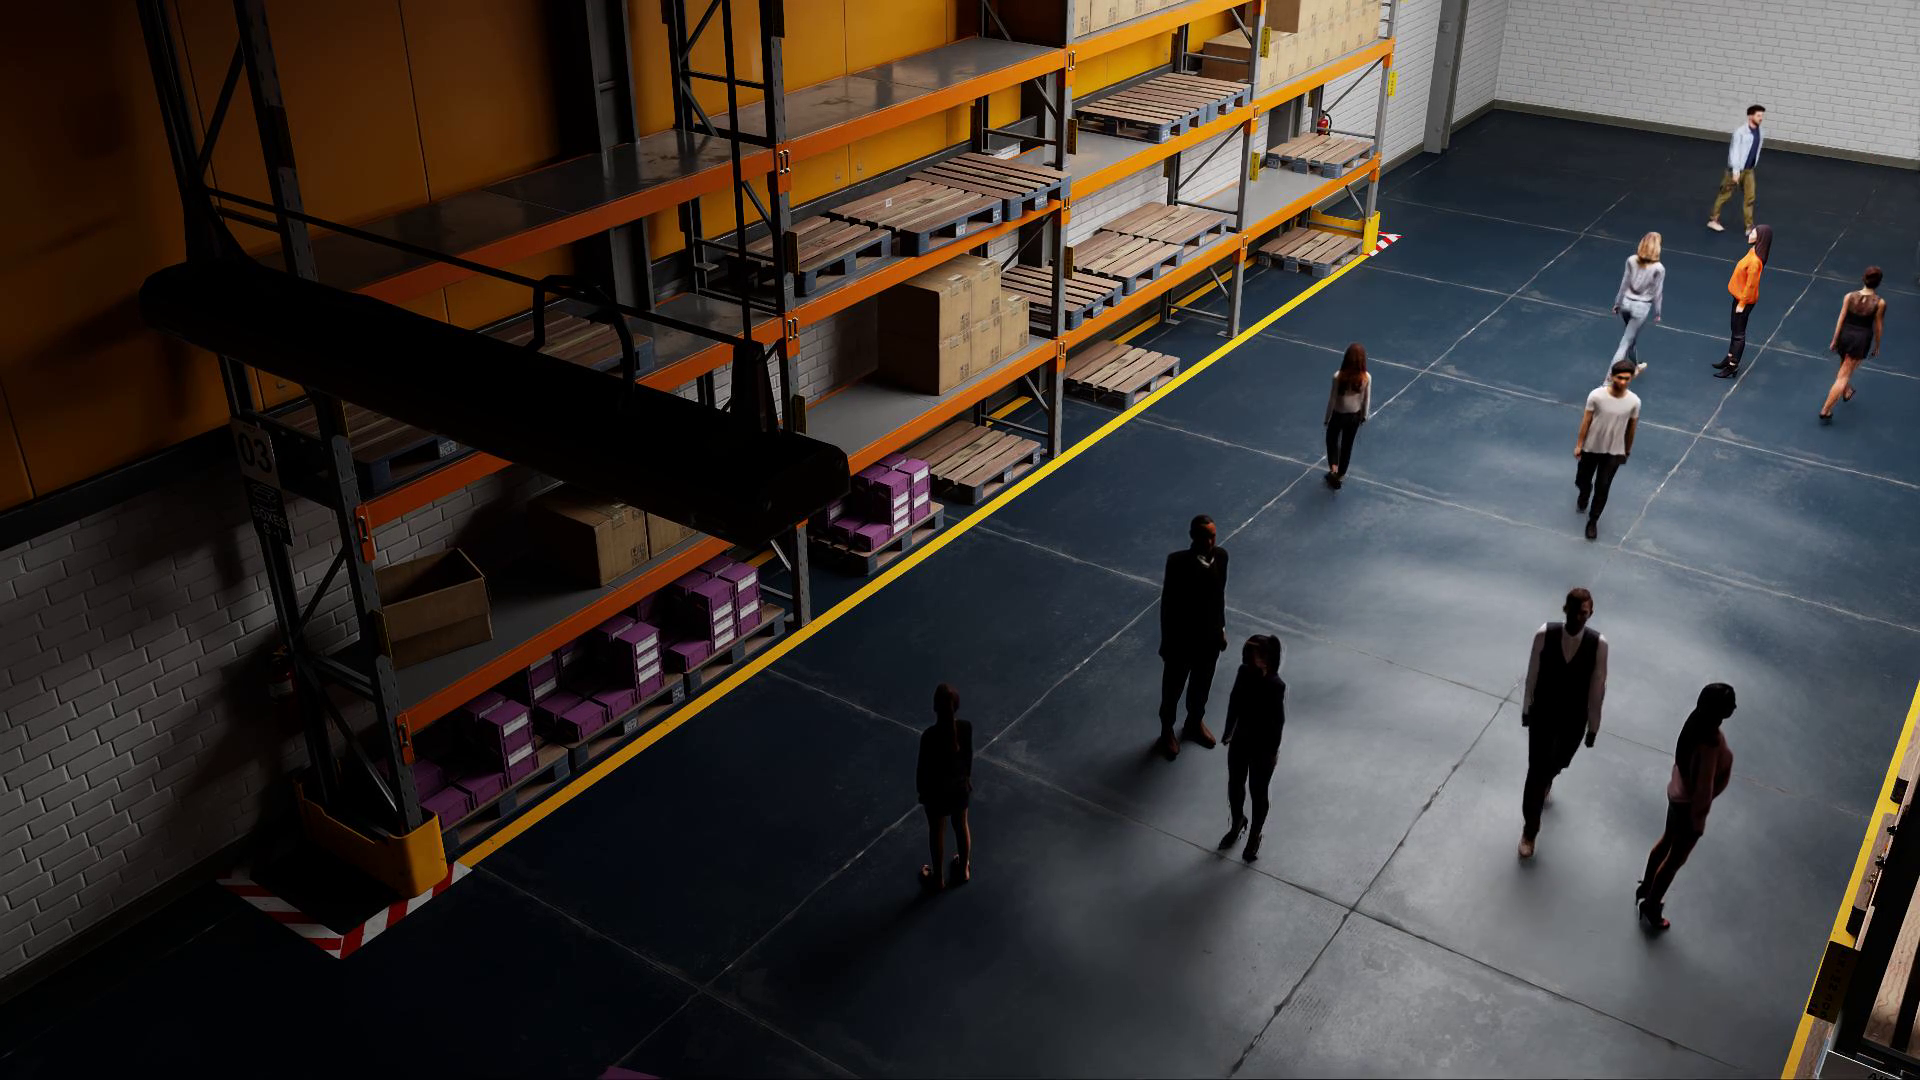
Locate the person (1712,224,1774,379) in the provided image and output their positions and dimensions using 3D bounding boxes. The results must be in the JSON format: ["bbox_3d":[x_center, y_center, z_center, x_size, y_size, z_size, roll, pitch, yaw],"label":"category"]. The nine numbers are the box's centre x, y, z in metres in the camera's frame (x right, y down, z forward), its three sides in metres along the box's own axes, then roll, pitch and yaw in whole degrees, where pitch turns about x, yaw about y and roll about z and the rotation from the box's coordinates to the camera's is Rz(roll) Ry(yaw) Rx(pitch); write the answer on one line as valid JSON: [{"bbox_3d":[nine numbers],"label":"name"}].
[{"bbox_3d":[8.703,-2.660,18.447,0.731,1.749,0.575,10,30,18],"label":"person"}]

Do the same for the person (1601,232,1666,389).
[{"bbox_3d":[7.267,-2.447,18.037,1.117,1.767,0.864,-17,33,-29],"label":"person"}]

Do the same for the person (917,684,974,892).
[{"bbox_3d":[-0.085,1.596,10.846,0.618,1.556,0.693,-12,31,-21],"label":"person"}]

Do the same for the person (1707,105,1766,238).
[{"bbox_3d":[10.649,-5.084,22.867,1.146,1.772,1.134,-9,30,-16],"label":"person"}]

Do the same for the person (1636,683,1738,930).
[{"bbox_3d":[4.566,1.665,10.457,0.760,1.807,0.627,5,29,10],"label":"person"}]

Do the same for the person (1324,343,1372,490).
[{"bbox_3d":[3.716,-1.156,15.972,0.658,1.479,0.677,1,29,2],"label":"person"}]

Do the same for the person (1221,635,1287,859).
[{"bbox_3d":[1.954,1.380,11.081,0.633,1.710,0.568,24,37,37],"label":"person"}]

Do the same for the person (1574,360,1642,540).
[{"bbox_3d":[5.891,-0.883,15.234,0.758,1.707,0.941,11,30,19],"label":"person"}]

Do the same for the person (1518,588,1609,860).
[{"bbox_3d":[4.088,1.140,11.316,0.874,1.906,1.264,10,30,17],"label":"person"}]

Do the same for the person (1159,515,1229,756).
[{"bbox_3d":[1.711,0.666,12.188,0.753,1.904,0.855,-11,30,-19],"label":"person"}]

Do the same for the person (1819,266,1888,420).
[{"bbox_3d":[9.320,-2.021,17.409,1.173,1.621,0.747,-24,37,-37],"label":"person"}]
